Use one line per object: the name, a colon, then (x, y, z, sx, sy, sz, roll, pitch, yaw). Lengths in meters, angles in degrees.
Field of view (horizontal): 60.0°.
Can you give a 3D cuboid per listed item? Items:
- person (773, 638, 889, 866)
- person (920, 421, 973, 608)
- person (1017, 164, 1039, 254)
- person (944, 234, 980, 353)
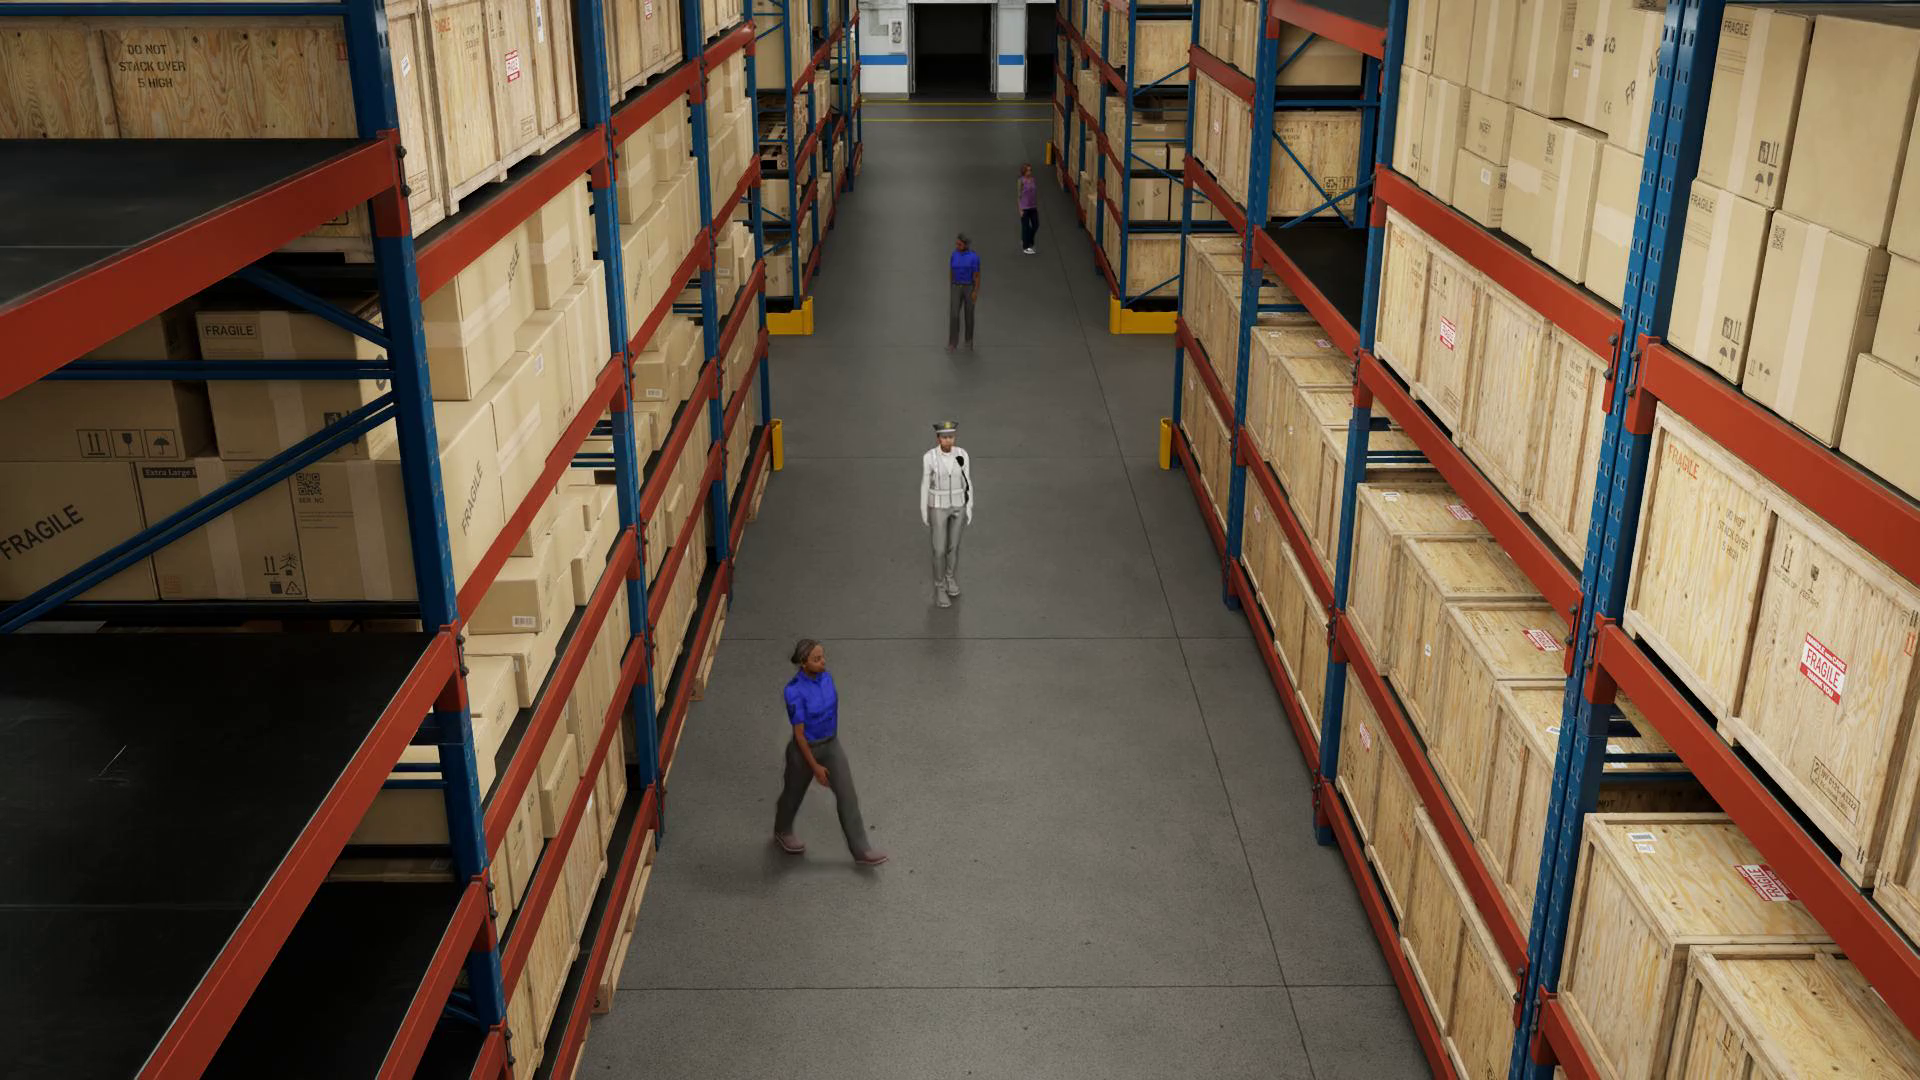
person: (-0.915, 1.427, 11.042, 0.938, 1.616, 0.448, 18, 28, 38)
person: (-0.091, -0.262, 15.261, 0.488, 1.684, 0.573, -6, 22, -16)
person: (1.226, -5.914, 29.732, 0.439, 1.609, 0.347, -16, 27, -35)
person: (0.055, -3.485, 23.442, 0.466, 1.654, 0.644, 5, 22, 12)
